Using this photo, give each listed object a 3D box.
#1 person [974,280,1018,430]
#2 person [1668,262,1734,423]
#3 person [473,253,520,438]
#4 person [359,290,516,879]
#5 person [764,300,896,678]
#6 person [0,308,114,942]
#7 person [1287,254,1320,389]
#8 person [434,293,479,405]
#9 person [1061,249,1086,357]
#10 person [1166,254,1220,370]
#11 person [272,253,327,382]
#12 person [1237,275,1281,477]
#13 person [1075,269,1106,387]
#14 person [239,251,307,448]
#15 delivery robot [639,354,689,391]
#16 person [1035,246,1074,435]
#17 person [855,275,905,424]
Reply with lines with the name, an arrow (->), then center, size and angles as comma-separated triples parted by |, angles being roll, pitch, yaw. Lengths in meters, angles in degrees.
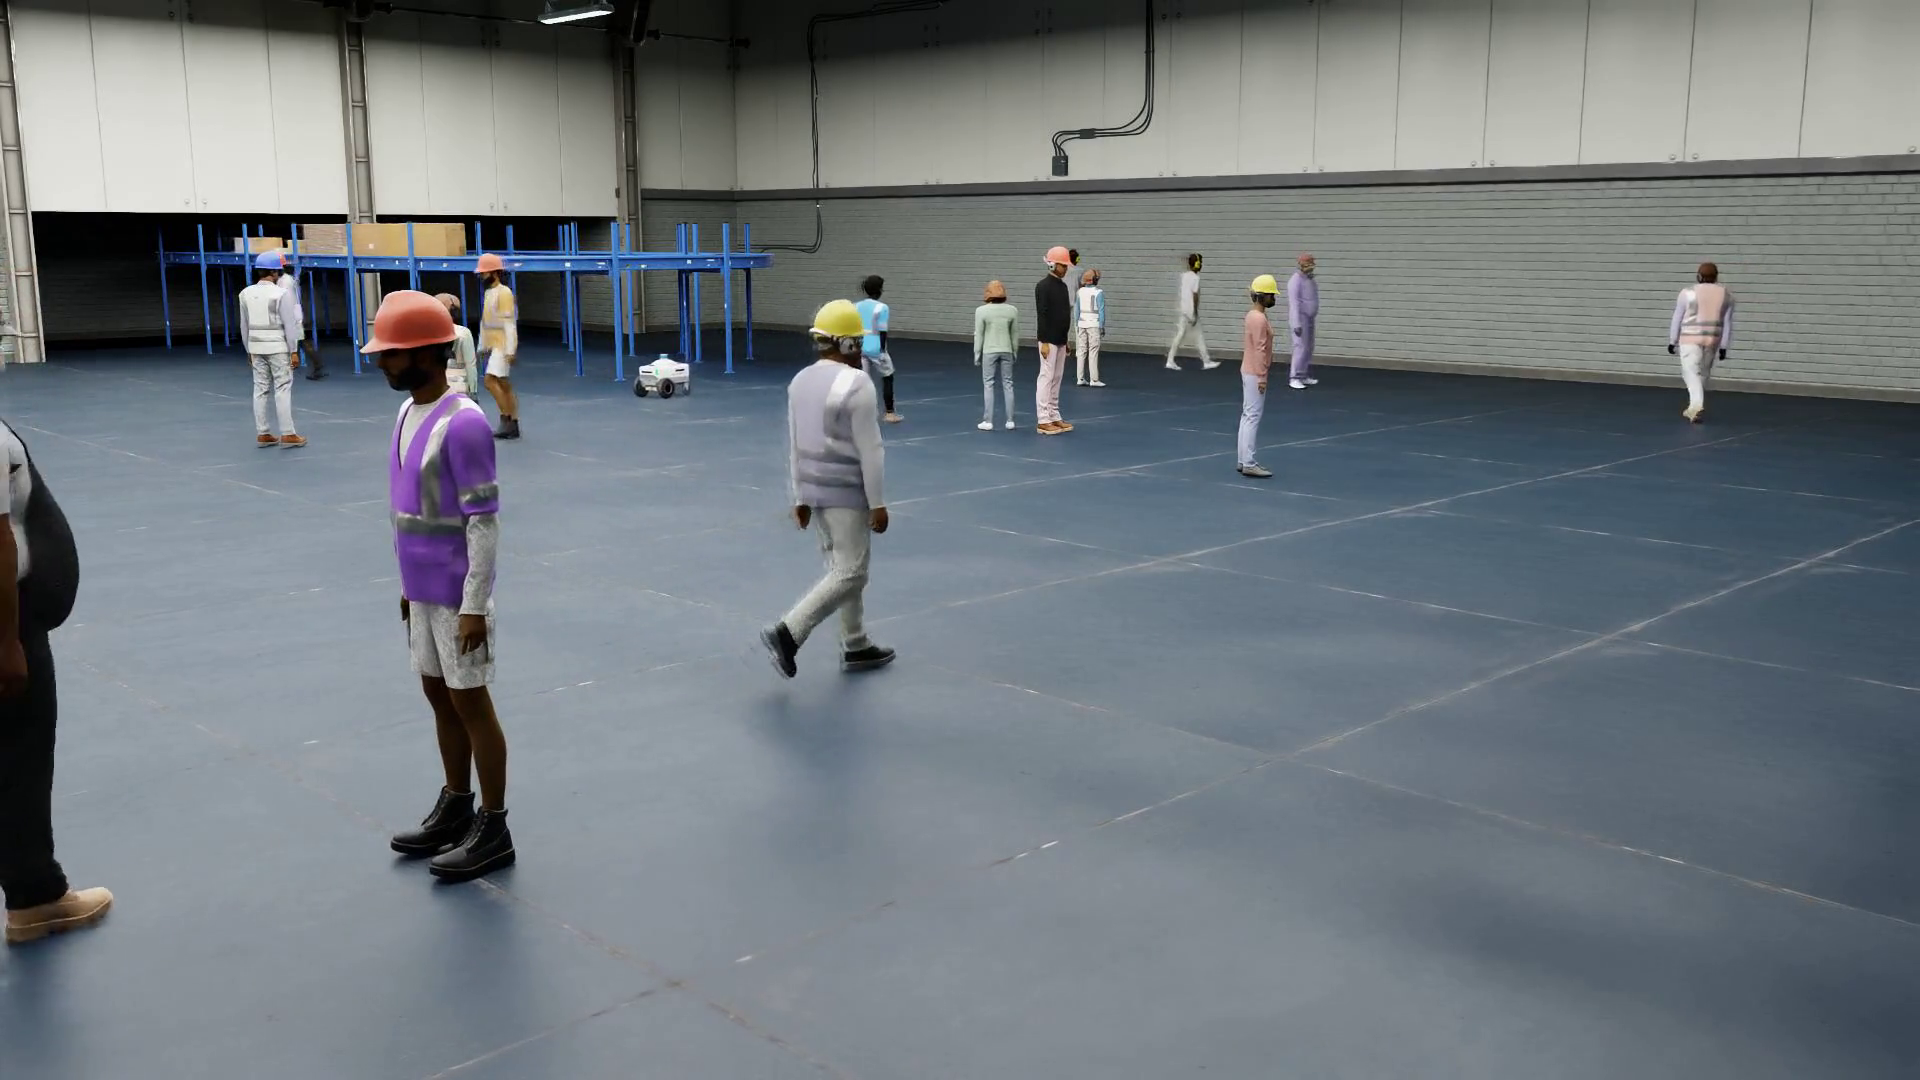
person -> 0.404, -2.031, 18.259 | 0.513, 1.622, 0.317 | -4, 11, -19
person -> 8.451, -2.256, 18.954 | 0.617, 1.815, 0.895 | 0, 10, 1
person -> -4.835, -2.009, 17.317 | 0.506, 1.918, 0.580 | -6, 12, -29
person -> -1.729, 0.151, 5.494 | 0.374, 1.933, 0.550 | -9, 14, -40
person -> -0.622, -0.229, 7.905 | 0.733, 1.815, 0.595 | -8, 13, -36
person -> -2.988, 0.223, 4.925 | 0.693, 2.000, 0.707 | 9, 13, 39
person -> 4.772, -3.021, 23.003 | 0.421, 1.861, 0.775 | 7, 13, 34
person -> -4.213, -1.205, 13.698 | 0.523, 1.636, 0.310 | 2, 11, 11
person -> 1.958, -4.139, 29.076 | 0.516, 1.866, 0.325 | 3, 11, 15
person -> 3.649, -3.591, 26.220 | 0.971, 1.823, 0.539 | -5, 12, -27
person -> -9.767, -3.242, 24.203 | 0.982, 1.860, 0.608 | -6, 12, -32
person -> 2.644, -1.449, 14.684 | 0.326, 1.765, 0.533 | 0, 10, 1
person -> 1.829, -2.971, 23.326 | 0.311, 1.638, 0.523 | -9, 14, -41
person -> -6.898, -1.908, 16.685 | 0.615, 1.945, 0.405 | 3, 11, 16
delivery robot -> -3.919, -2.219, 22.042 | 0.477, 0.478, 0.707 | 6, 12, 29
person -> 1.017, -2.147, 17.870 | 0.383, 1.992, 0.609 | 5, 12, 27
person -> -0.920, -2.099, 18.503 | 0.540, 1.665, 0.758 | 7, 13, 35
